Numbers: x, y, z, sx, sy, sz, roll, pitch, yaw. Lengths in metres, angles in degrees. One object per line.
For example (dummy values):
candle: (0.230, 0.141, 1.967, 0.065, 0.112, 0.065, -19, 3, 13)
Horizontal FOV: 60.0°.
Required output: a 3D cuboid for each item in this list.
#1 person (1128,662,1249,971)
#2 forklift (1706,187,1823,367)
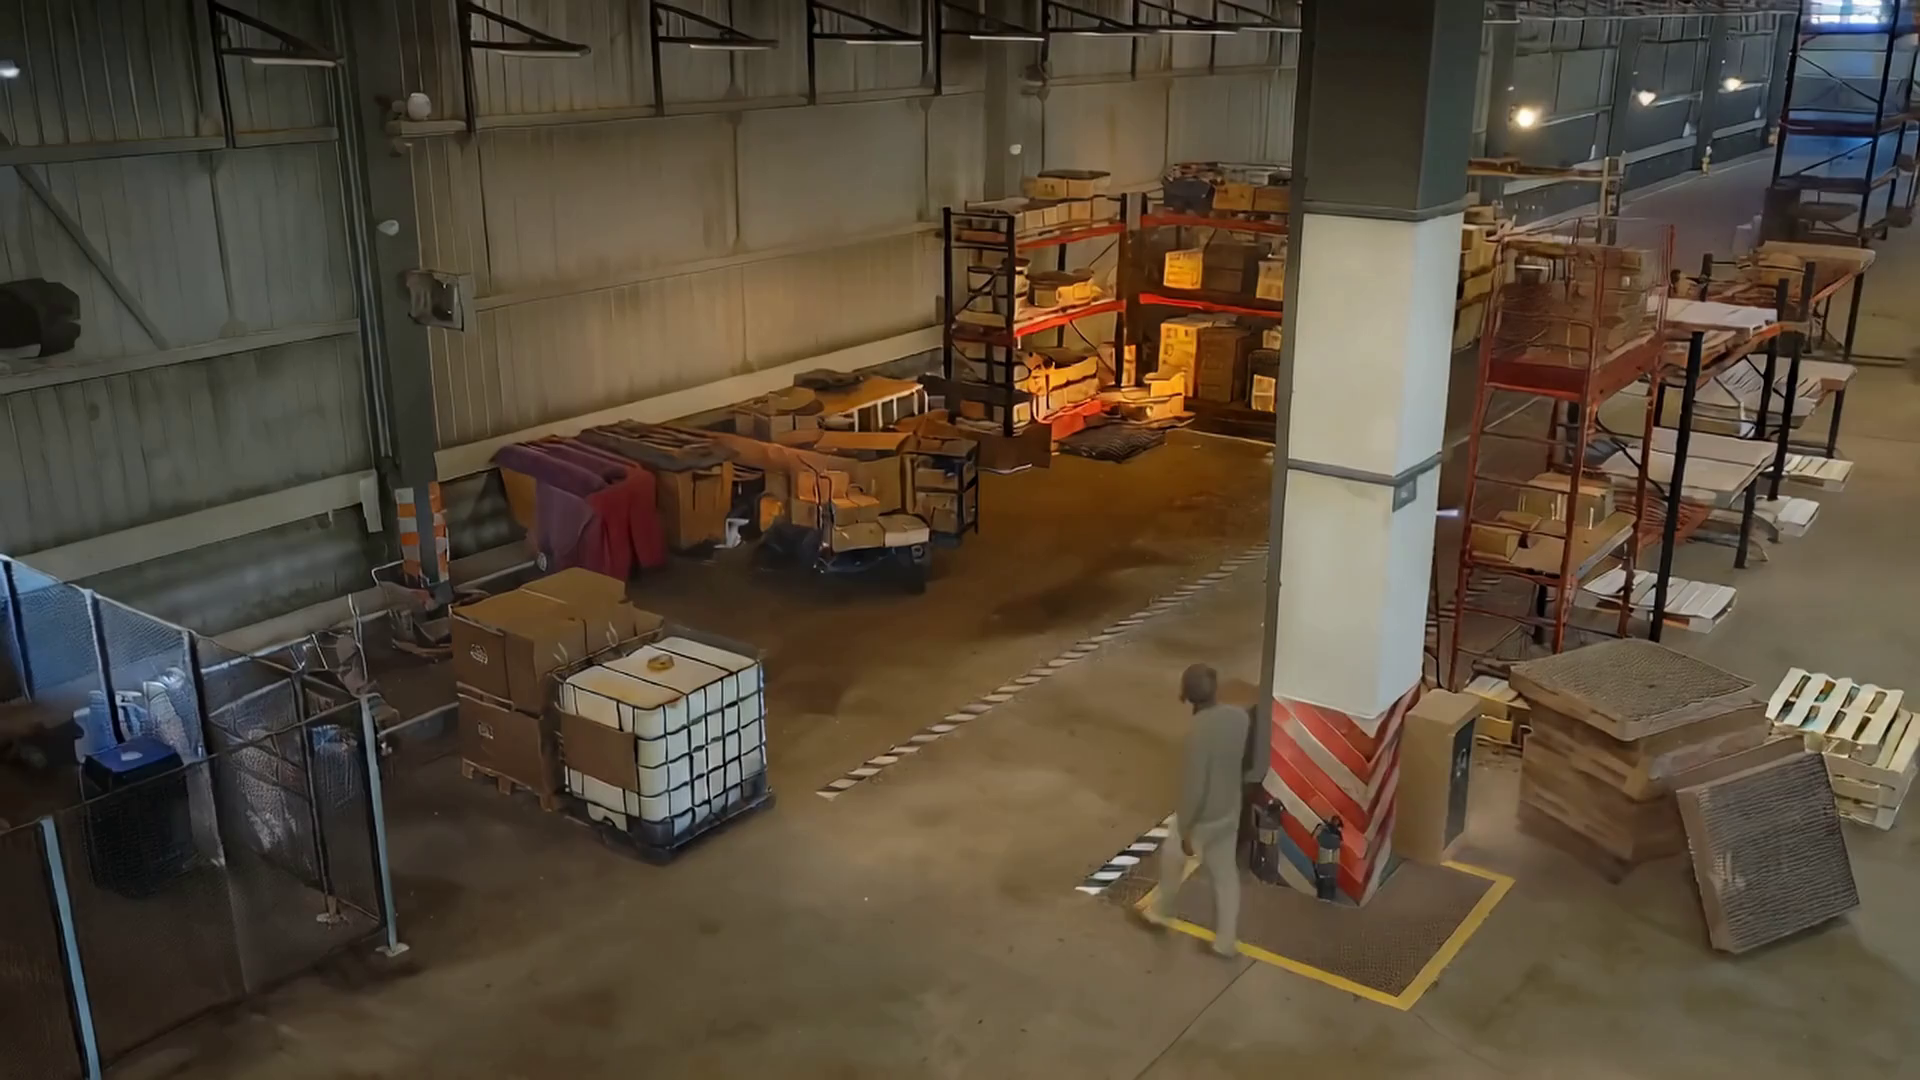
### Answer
person: (1.434, 1.626, 10.207, 0.631, 1.884, 0.945, -13, 22, -34)
forklift: (12.725, -4.120, 26.228, 1.873, 2.768, 1.129, 13, 22, 34)
